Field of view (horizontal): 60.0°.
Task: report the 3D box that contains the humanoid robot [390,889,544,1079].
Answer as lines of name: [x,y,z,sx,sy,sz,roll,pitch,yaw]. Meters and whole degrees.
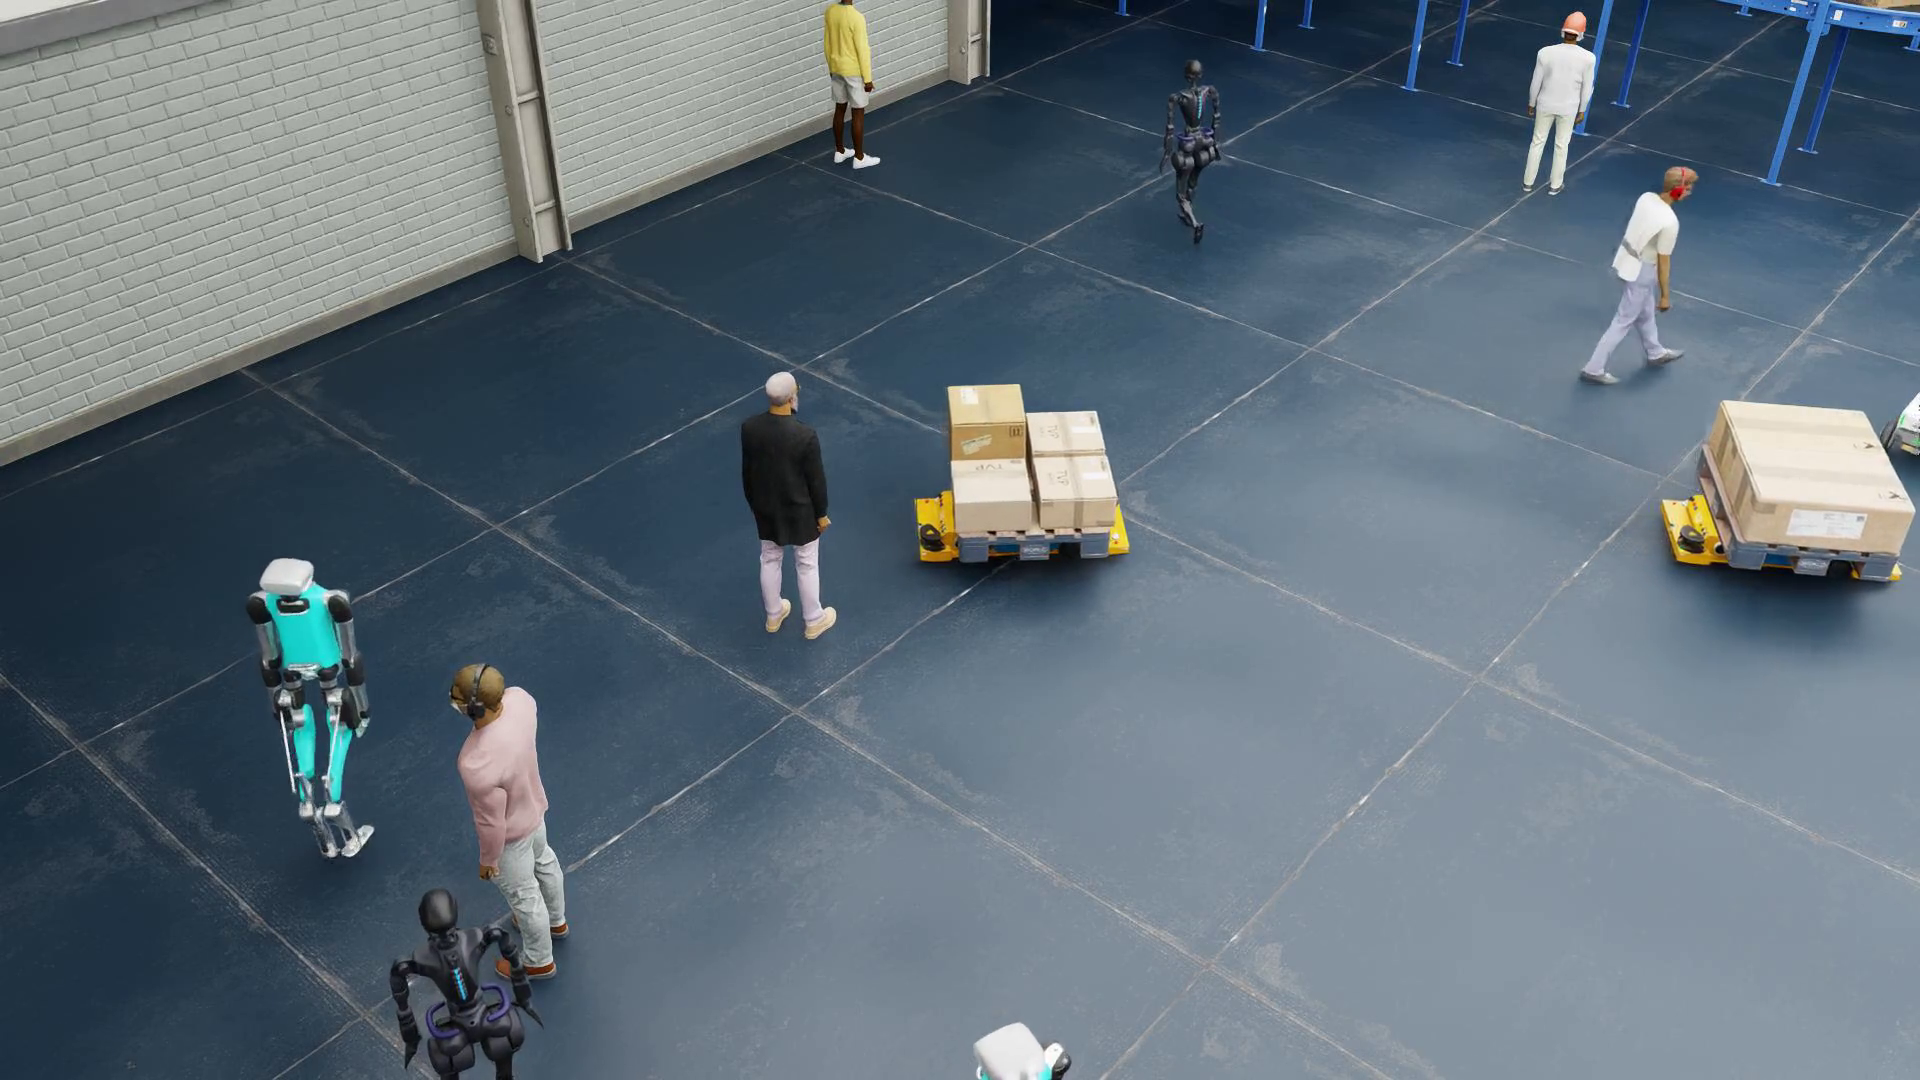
humanoid robot: [-2.125,2.105,7.208,0.601,1.650,0.339,-17,39,-22]

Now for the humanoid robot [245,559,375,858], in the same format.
humanoid robot: [-3.393,1.010,8.722,0.530,1.802,0.781,0,35,0]

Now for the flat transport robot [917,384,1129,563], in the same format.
flat transport robot: [0.425,-0.132,11.573,1.431,0.231,0.659,-2,36,-3]

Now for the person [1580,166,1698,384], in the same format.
person: [5.438,-2.041,12.934,0.920,1.798,0.600,1,35,2]

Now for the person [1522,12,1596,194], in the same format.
person: [5.753,-4.196,15.998,0.562,1.752,0.325,15,38,20]

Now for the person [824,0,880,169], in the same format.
person: [-1.097,-4.638,16.496,0.558,1.898,0.365,27,43,32]

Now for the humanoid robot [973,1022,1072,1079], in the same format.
humanoid robot: [0.034,2.443,6.707,0.531,1.764,0.889,-25,42,-30]

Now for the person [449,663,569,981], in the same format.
person: [-2.185,1.356,8.046,0.373,1.940,0.630,4,36,5]

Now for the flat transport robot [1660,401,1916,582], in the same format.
flat transport robot: [5.636,-0.040,11.443,1.431,0.231,0.659,5,36,8]

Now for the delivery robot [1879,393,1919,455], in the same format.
delivery robot: [7.247,-0.891,12.385,0.499,0.587,0.788,28,44,33]

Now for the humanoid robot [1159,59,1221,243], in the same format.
humanoid robot: [2.171,-3.576,15.213,0.616,1.621,0.650,-14,38,-19]

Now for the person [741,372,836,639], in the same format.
person: [-1.072,-0.198,10.297,0.545,1.854,0.406,11,37,15]
